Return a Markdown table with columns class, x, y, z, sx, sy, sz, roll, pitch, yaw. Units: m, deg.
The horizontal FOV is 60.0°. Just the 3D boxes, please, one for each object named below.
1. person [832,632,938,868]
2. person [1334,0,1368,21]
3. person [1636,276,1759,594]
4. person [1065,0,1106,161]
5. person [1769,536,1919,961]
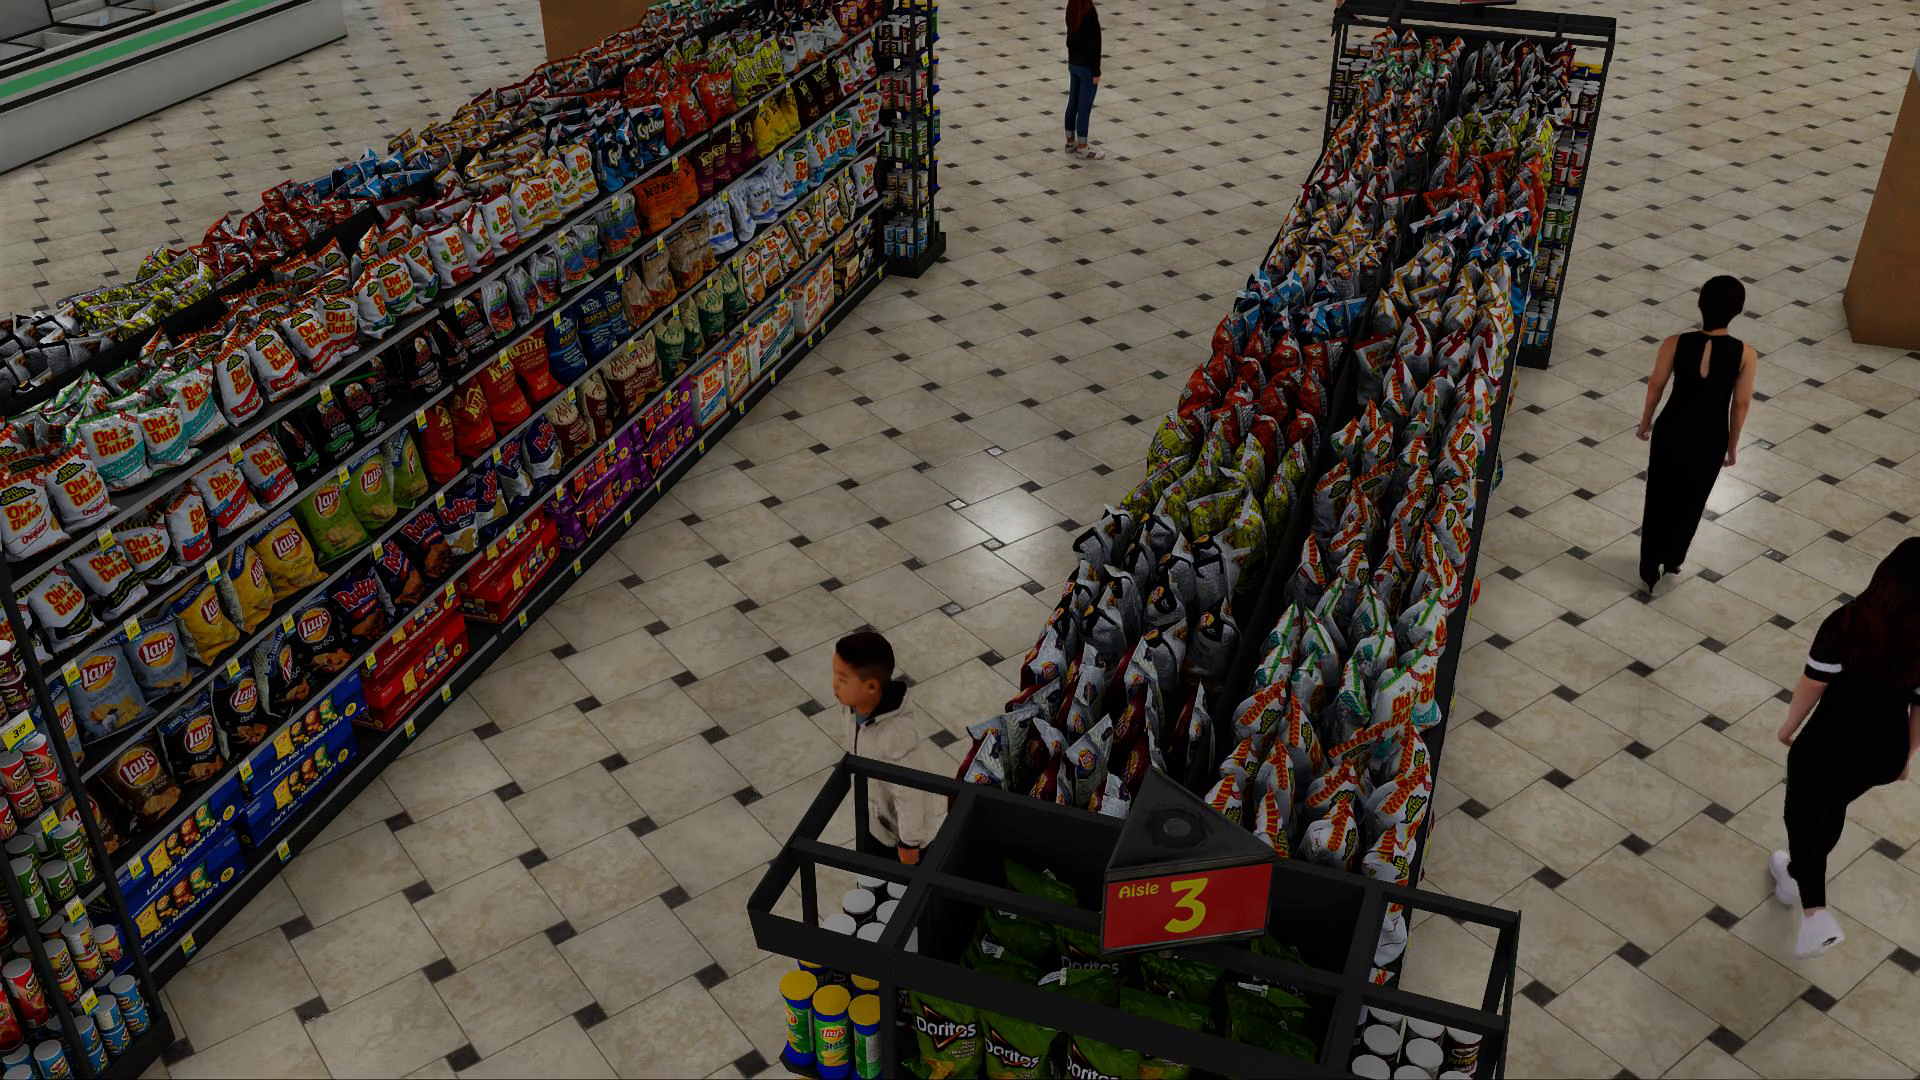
| class | x | y | z | sx | sy | sz | roll | pitch | yaw |
| --- | --- | --- | --- | --- | --- | --- | --- | --- | --- |
| person | -0.178 | 0.912 | 5.706 | 0.876 | 1.434 | 0.797 | -23 | 39 | -32 |
| person | 3.971 | -6.035 | 16.648 | 0.824 | 1.671 | 0.802 | -21 | 38 | -30 |
| person | 3.371 | -0.427 | 7.712 | 0.609 | 1.588 | 0.574 | 13 | 34 | 20 |
| person | 0.979 | -3.776 | 13.222 | 0.693 | 1.454 | 0.637 | -15 | 35 | -22 |
| person | 3.099 | 0.761 | 5.777 | 0.682 | 1.617 | 1.002 | 7 | 33 | 11 |
